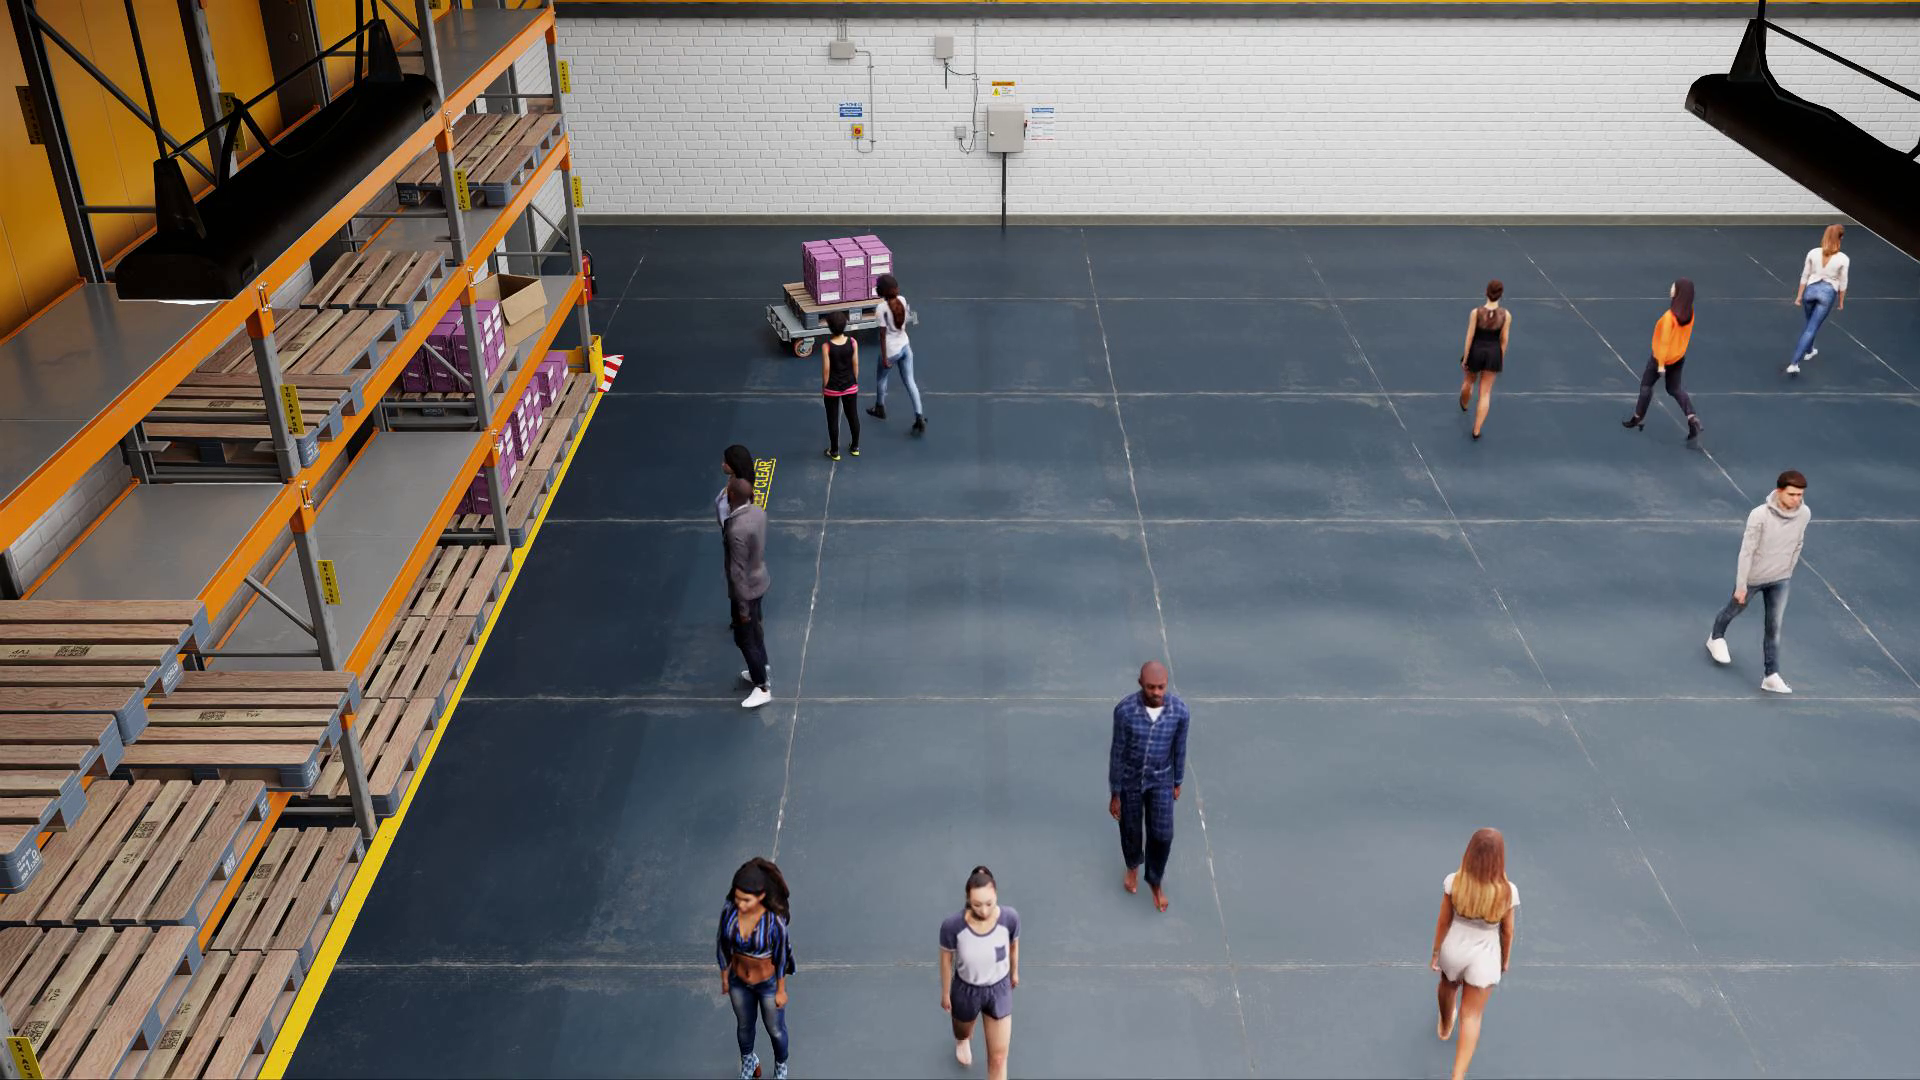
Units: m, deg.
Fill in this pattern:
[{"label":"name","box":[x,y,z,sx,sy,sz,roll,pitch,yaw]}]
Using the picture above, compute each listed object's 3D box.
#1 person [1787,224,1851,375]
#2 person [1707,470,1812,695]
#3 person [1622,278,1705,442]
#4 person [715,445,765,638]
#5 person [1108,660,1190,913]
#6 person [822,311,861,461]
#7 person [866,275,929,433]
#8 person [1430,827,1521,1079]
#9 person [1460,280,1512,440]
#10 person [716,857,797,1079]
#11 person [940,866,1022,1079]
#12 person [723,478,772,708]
[{"label":"person","box":[9.540,-2.640,18.528,1.182,1.676,1.132,-25,38,-38]},{"label":"person","box":[6.269,0.249,13.102,0.772,1.799,1.232,-3,29,-5]},{"label":"person","box":[7.316,-1.817,16.974,0.995,1.719,1.162,-18,33,-30]},{"label":"person","box":[-1.781,0.024,13.572,0.780,1.744,0.612,-9,30,-16]},{"label":"person","box":[1.183,1.499,10.808,0.657,1.802,0.727,1,29,2]},{"label":"person","box":[-1.200,-1.559,16.673,0.613,1.553,0.629,-13,31,-23]},{"label":"person","box":[-0.605,-1.898,17.167,1.053,1.677,1.159,-22,36,-35]},{"label":"person","box":[2.842,2.388,9.322,0.834,1.665,1.174,10,30,18]},{"label":"person","box":[5.383,-1.829,17.085,0.781,1.634,1.141,7,29,12]},{"label":"person","box":[-1.130,2.451,9.257,0.665,1.616,0.640,8,30,15]},{"label":"person","box":[0.090,2.462,9.244,0.680,1.610,1.068,-3,29,-6]},{"label":"person","box":[-1.601,0.415,12.815,0.972,1.783,0.626,-1,29,-2]}]
